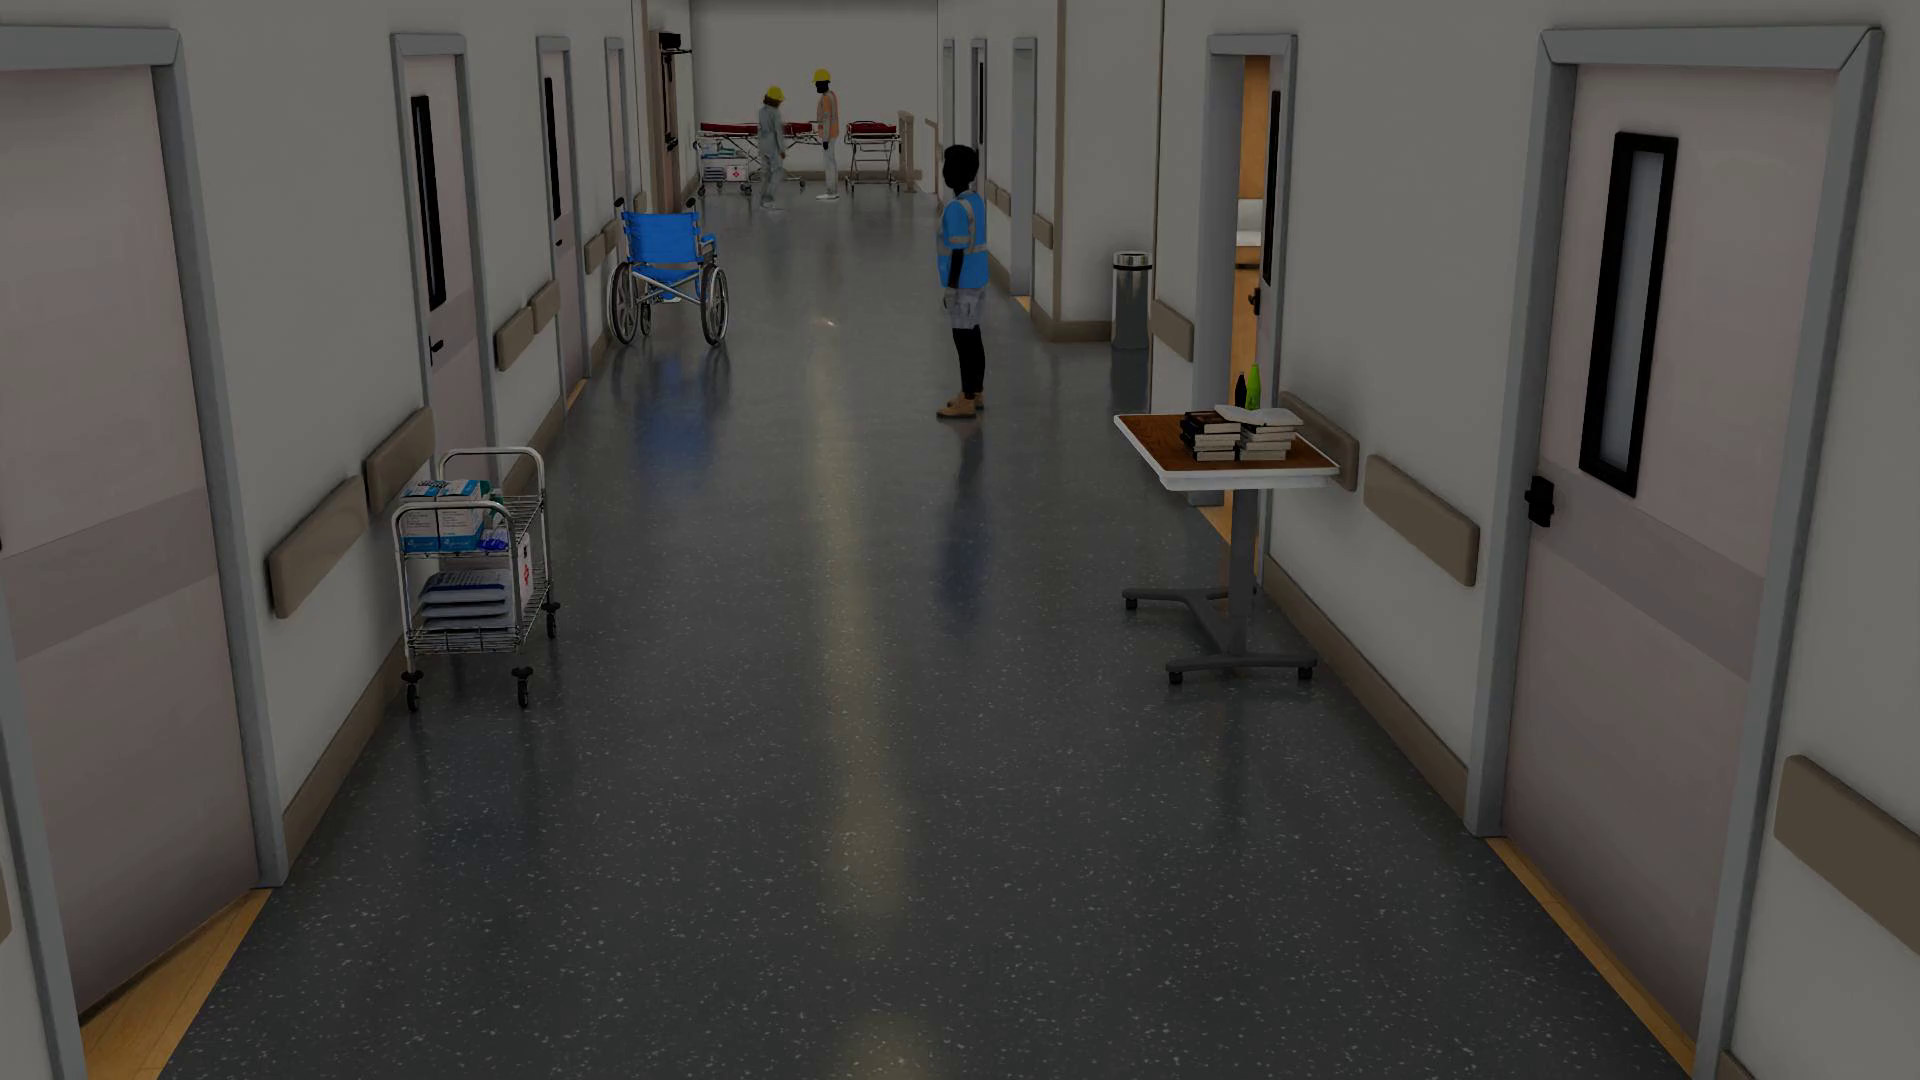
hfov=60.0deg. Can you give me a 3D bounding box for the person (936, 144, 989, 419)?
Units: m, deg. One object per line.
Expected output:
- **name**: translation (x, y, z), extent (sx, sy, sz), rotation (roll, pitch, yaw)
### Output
- **person**: translation (0.015, -1.610, 10.420), extent (0.317, 1.695, 0.538), rotation (4, 17, 14)

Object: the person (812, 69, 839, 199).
- **person**: translation (-2.022, -6.109, 25.083), extent (0.393, 1.918, 0.585), rotation (0, 17, 2)

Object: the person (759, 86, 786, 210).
- **person**: translation (-2.688, -5.539, 23.538), extent (0.392, 1.708, 0.569), rotation (-13, 21, -38)
